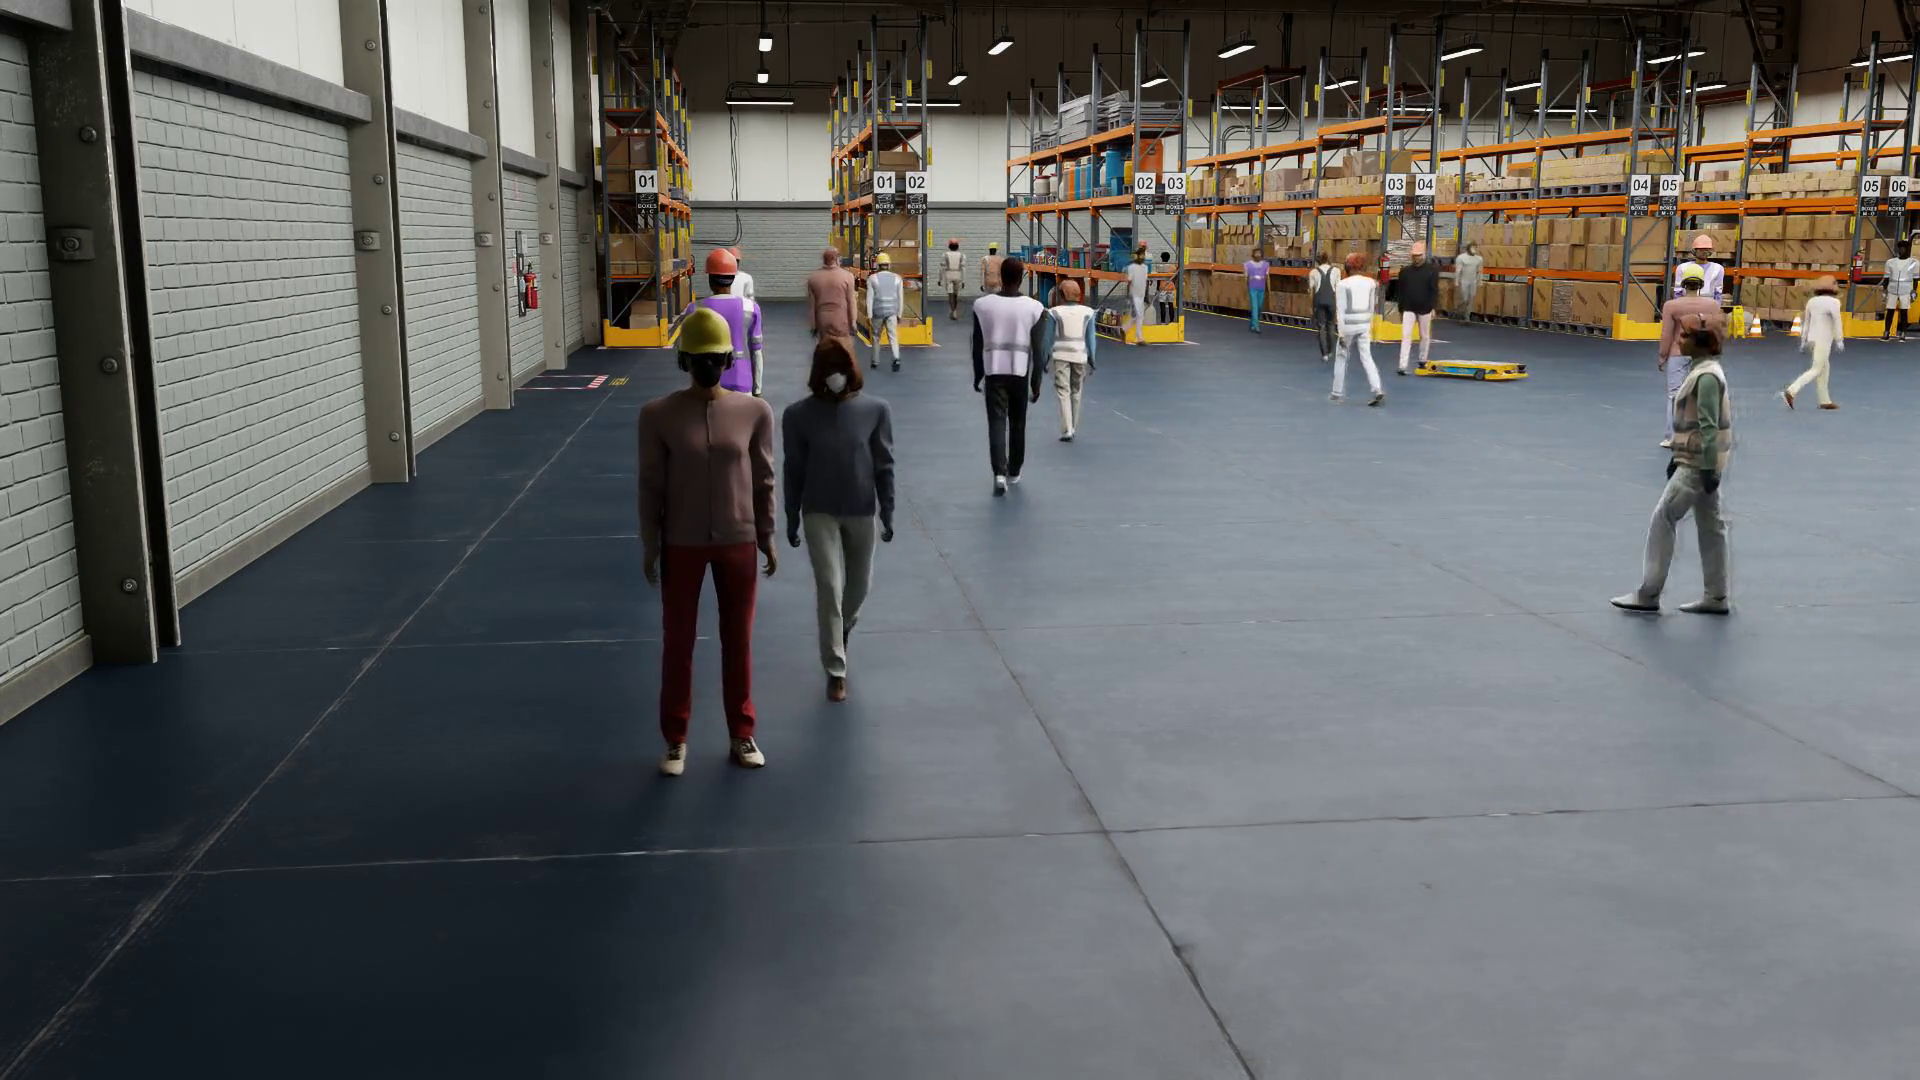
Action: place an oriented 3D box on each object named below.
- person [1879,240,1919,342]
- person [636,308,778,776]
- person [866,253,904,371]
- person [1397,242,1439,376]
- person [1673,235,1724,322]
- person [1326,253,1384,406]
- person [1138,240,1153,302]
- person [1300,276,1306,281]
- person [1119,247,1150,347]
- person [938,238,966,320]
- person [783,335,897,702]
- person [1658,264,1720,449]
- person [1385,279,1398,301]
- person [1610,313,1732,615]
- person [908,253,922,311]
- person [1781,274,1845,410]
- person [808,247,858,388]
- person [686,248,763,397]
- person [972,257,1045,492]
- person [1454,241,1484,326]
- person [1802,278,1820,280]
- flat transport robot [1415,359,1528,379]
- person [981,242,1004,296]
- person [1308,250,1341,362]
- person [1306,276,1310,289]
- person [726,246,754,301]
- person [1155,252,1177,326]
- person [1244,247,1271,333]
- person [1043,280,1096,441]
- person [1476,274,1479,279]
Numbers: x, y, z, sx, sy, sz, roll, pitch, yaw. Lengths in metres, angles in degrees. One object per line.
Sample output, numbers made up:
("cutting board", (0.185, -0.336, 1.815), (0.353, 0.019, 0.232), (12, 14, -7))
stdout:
("person", (18.110, -4.786, 32.042), (0.608, 1.962, 0.369), (9, 13, 39))
("person", (-0.944, 0.014, 6.276), (0.532, 1.765, 0.330), (-3, 11, -18))
("person", (-1.126, -3.457, 25.243), (0.608, 1.797, 0.905), (-3, 11, -18))
("person", (6.709, -3.383, 24.429), (0.615, 1.942, 1.018), (5, 11, 24))
("person", (9.915, -3.065, 22.376), (0.609, 2.048, 0.363), (3, 11, 17))
("person", (4.800, -2.546, 20.110), (0.572, 1.850, 0.970), (-3, 11, -17))
("person", (4.819, -7.000, 44.211), (0.625, 1.958, 0.995), (1, 10, 4))
("person", (9.462, -7.319, 46.092), (0.593, 1.901, 0.855), (5, 11, 25))
("person", (3.264, -4.536, 30.996), (0.527, 1.845, 0.759), (-10, 14, -44))
("person", (-0.174, -6.397, 40.818), (0.628, 2.001, 1.037), (-3, 11, -15))
("person", (-0.553, -0.130, 7.522), (0.503, 1.609, 0.704), (-2, 11, -12))
("person", (6.973, -1.749, 15.935), (0.522, 1.769, 0.317), (2, 11, 12))
("person", (10.855, -6.515, 41.311), (0.691, 2.000, 1.033), (-2, 11, -11))
("person", (3.849, -0.403, 8.939), (0.713, 1.610, 0.542), (4, 11, 23))
("person", (-1.212, -7.147, 45.109), (0.584, 1.912, 0.627), (-4, 11, -21))
("person", (10.000, -2.304, 19.438), (0.762, 1.601, 0.520), (-2, 10, -8))
("person", (-1.594, -2.762, 21.136), (0.672, 1.892, 0.419), (4, 11, 19))
("person", (-1.686, -1.108, 11.937), (0.546, 1.942, 0.348), (-3, 11, -16))
("person", (0.387, -1.334, 13.386), (0.586, 1.878, 1.001), (0, 10, 2))
("person", (11.590, -5.811, 37.771), (0.660, 1.921, 0.545), (-2, 10, -10))
("person", (19.226, -5.646, 37.599), (0.532, 1.660, 0.856), (-1, 10, -6))
("flat transport robot", (7.358, -2.462, 23.944), (0.652, 0.197, 1.431), (-9, 14, -42))
("person", (0.758, -6.070, 39.291), (0.617, 1.875, 0.966), (-2, 11, -12))
("person", (5.988, -3.853, 27.369), (0.524, 1.800, 0.929), (1, 10, 7))
("person", (9.362, -6.920, 43.834), (0.551, 1.928, 0.377), (-2, 11, -12))
("person", (-3.020, -2.992, 22.385), (0.552, 1.908, 0.867), (-4, 11, -19))
("person", (4.585, -5.566, 37.064), (0.531, 1.692, 0.320), (-6, 12, -29))
("person", (6.270, -5.306, 35.277), (0.572, 1.822, 0.808), (-3, 11, -16))
("person", (1.093, -1.806, 16.708), (0.532, 1.603, 0.779), (-2, 11, -11))
("person", (14.193, -7.265, 45.843), (0.632, 1.884, 1.033), (-2, 10, -9))
